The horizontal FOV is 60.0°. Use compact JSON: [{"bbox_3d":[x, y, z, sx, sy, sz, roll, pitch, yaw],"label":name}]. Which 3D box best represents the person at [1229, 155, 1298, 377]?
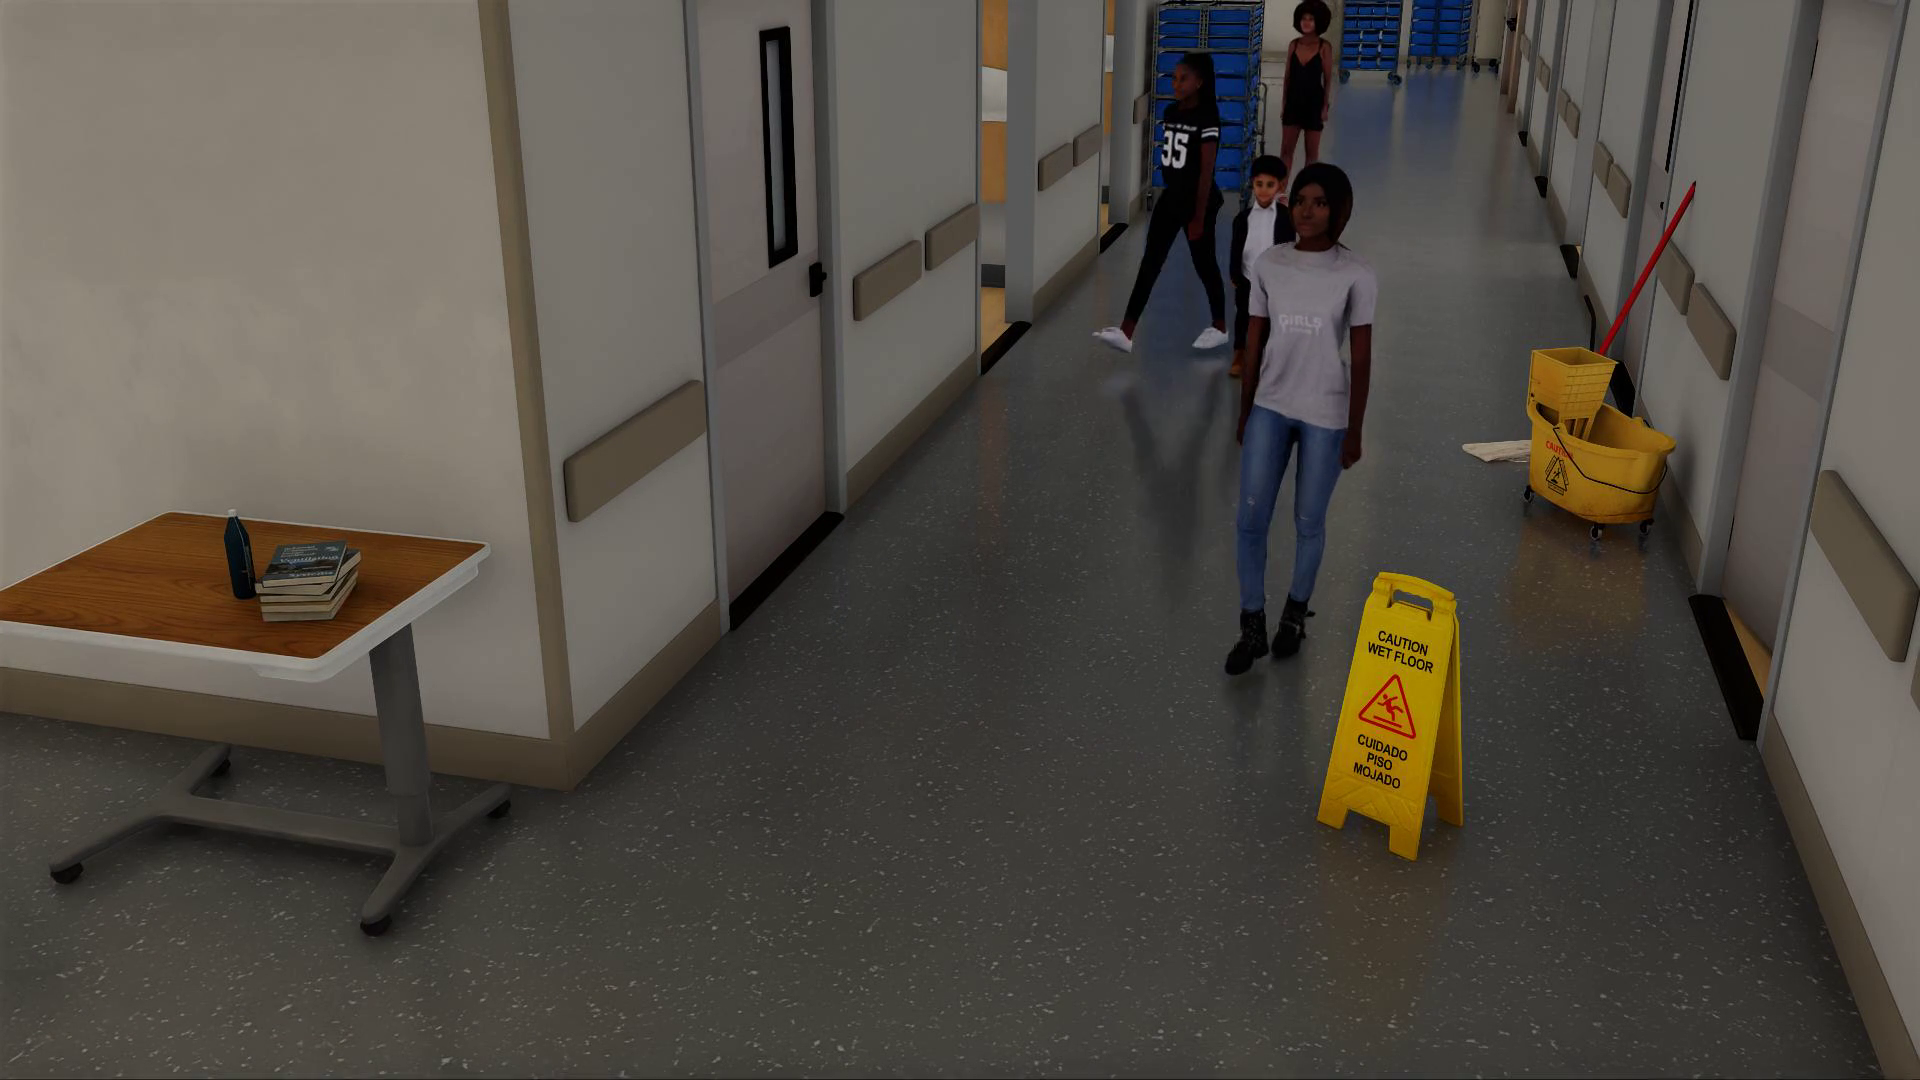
[{"bbox_3d":[1.675,-1.517,9.236,0.499,1.221,0.476,6,22,15],"label":"person"}]

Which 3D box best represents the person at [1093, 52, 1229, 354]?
[{"bbox_3d":[1.373,-1.881,9.540,1.219,1.687,1.093,-14,25,-32],"label":"person"}]

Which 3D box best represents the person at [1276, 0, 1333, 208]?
[{"bbox_3d":[2.923,-3.609,13.991,0.656,1.766,0.931,8,22,21],"label":"person"}]

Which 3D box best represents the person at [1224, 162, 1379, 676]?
[{"bbox_3d":[1.179,-0.417,5.644,0.691,1.709,0.820,10,23,24],"label":"person"}]
